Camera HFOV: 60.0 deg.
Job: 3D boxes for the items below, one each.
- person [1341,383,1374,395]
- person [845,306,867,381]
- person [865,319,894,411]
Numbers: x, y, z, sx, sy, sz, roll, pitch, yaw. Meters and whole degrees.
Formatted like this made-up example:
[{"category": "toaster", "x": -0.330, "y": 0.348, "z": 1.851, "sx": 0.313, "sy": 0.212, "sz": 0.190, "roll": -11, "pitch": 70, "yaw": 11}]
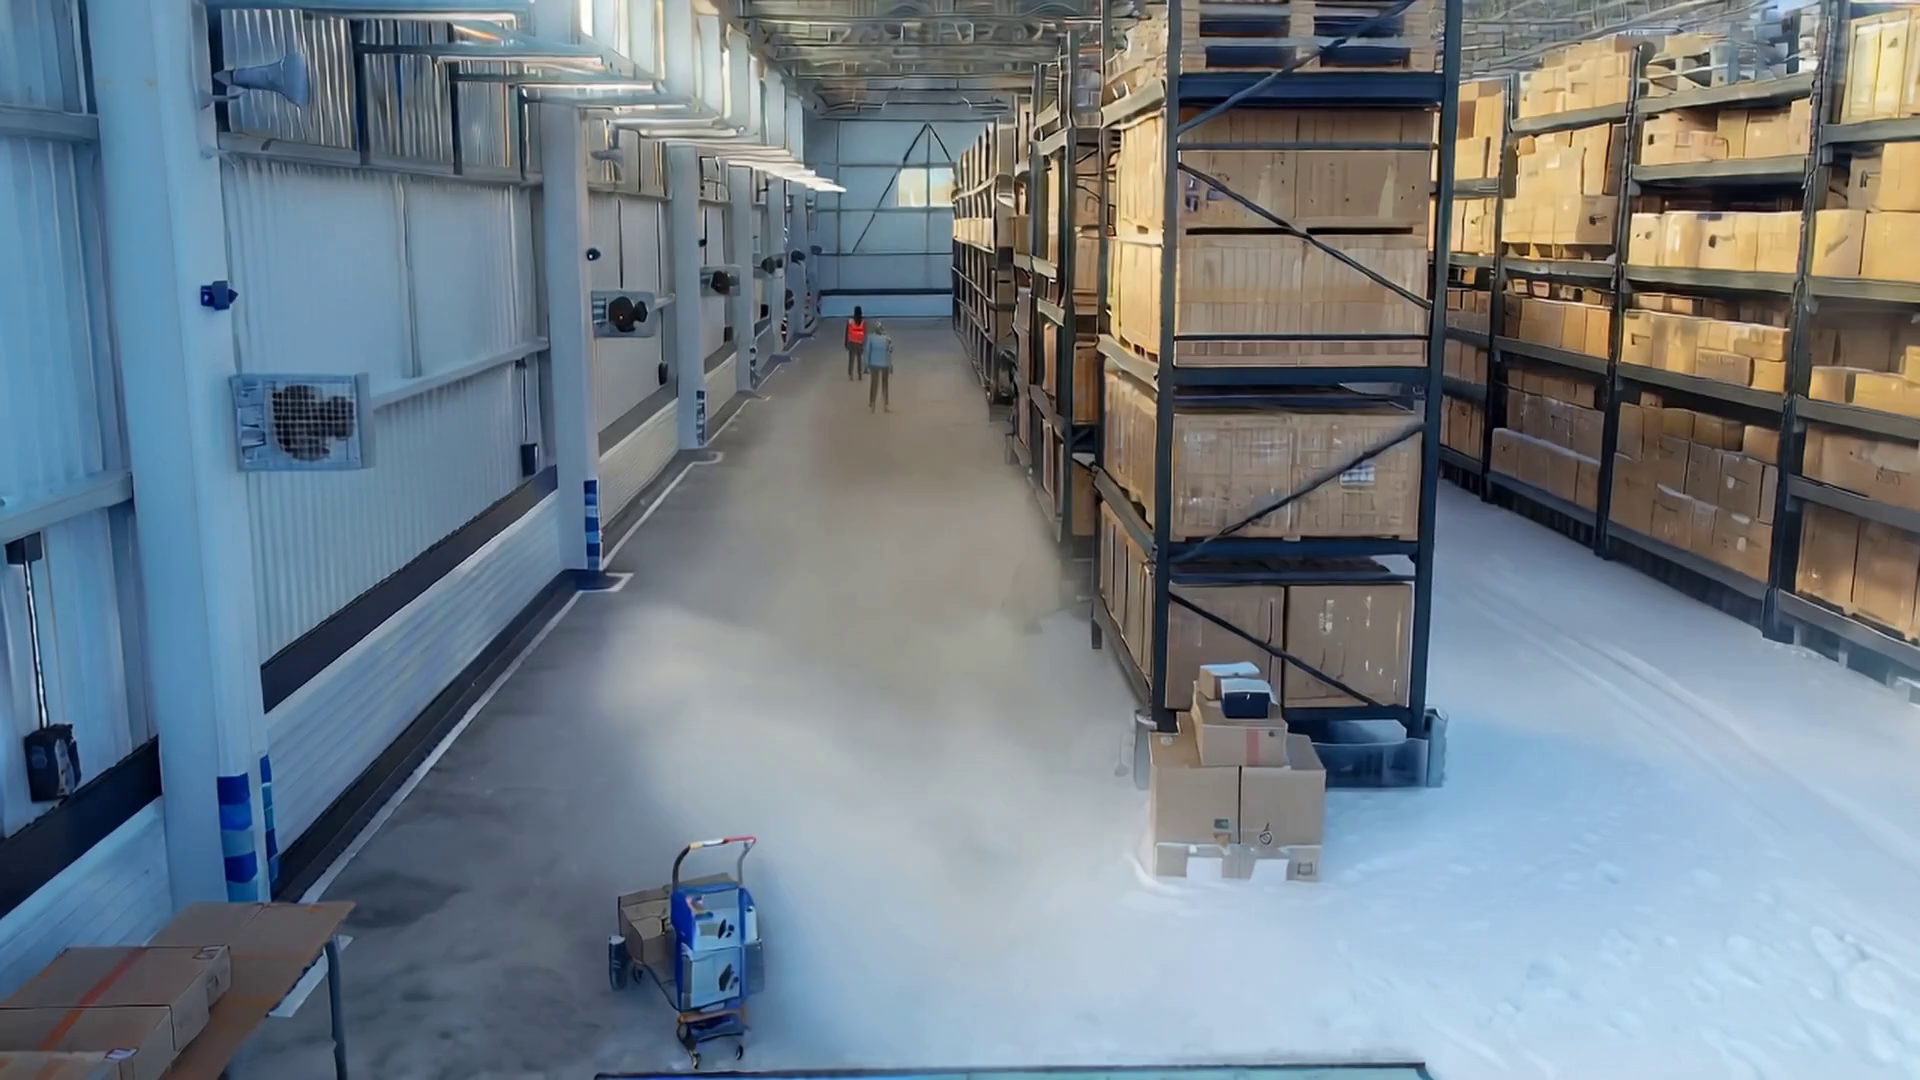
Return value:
[{"category": "person", "x": 6.780, "y": -2.354, "z": 28.662, "sx": 0.678, "sy": 1.891, "sz": 0.433, "roll": 8, "pitch": 13, "yaw": 35}, {"category": "person", "x": -2.660, "y": -5.030, "z": 42.579, "sx": 0.601, "sy": 1.907, "sz": 0.407, "roll": -7, "pitch": 13, "yaw": -33}, {"category": "person", "x": -1.723, "y": -3.746, "z": 35.677, "sx": 0.613, "sy": 1.989, "sz": 0.403, "roll": -2, "pitch": 11, "yaw": -12}]
